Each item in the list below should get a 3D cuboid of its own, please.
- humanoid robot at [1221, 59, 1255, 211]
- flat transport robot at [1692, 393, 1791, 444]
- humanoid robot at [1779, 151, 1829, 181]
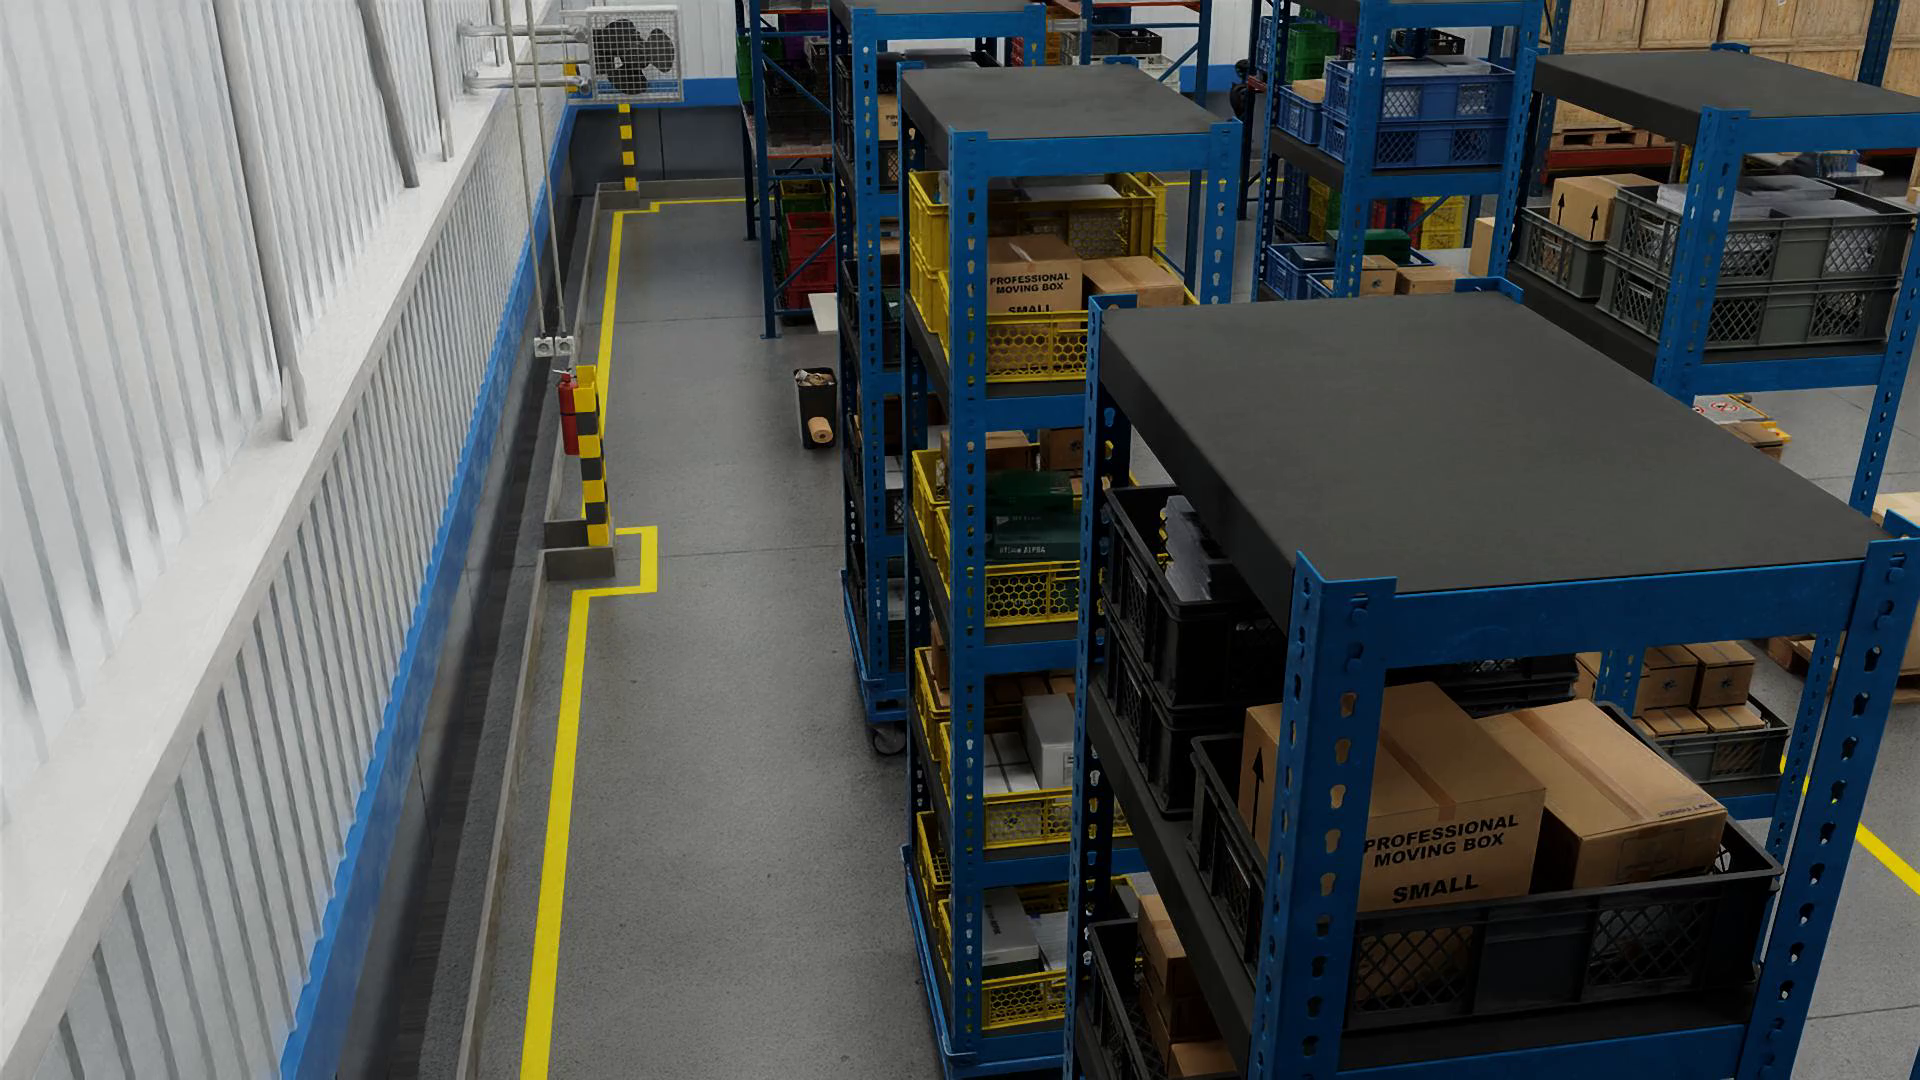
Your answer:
[{"bbox_3d":[3.067,-4.392,18.144,0.330,1.657,0.586,2,25,5],"label":"humanoid robot"},{"bbox_3d":[5.224,-0.859,12.132,1.431,0.197,0.652,-4,25,-8],"label":"flat transport robot"},{"bbox_3d":[7.549,-2.882,14.918,0.589,1.622,0.706,-14,28,-27],"label":"humanoid robot"}]
